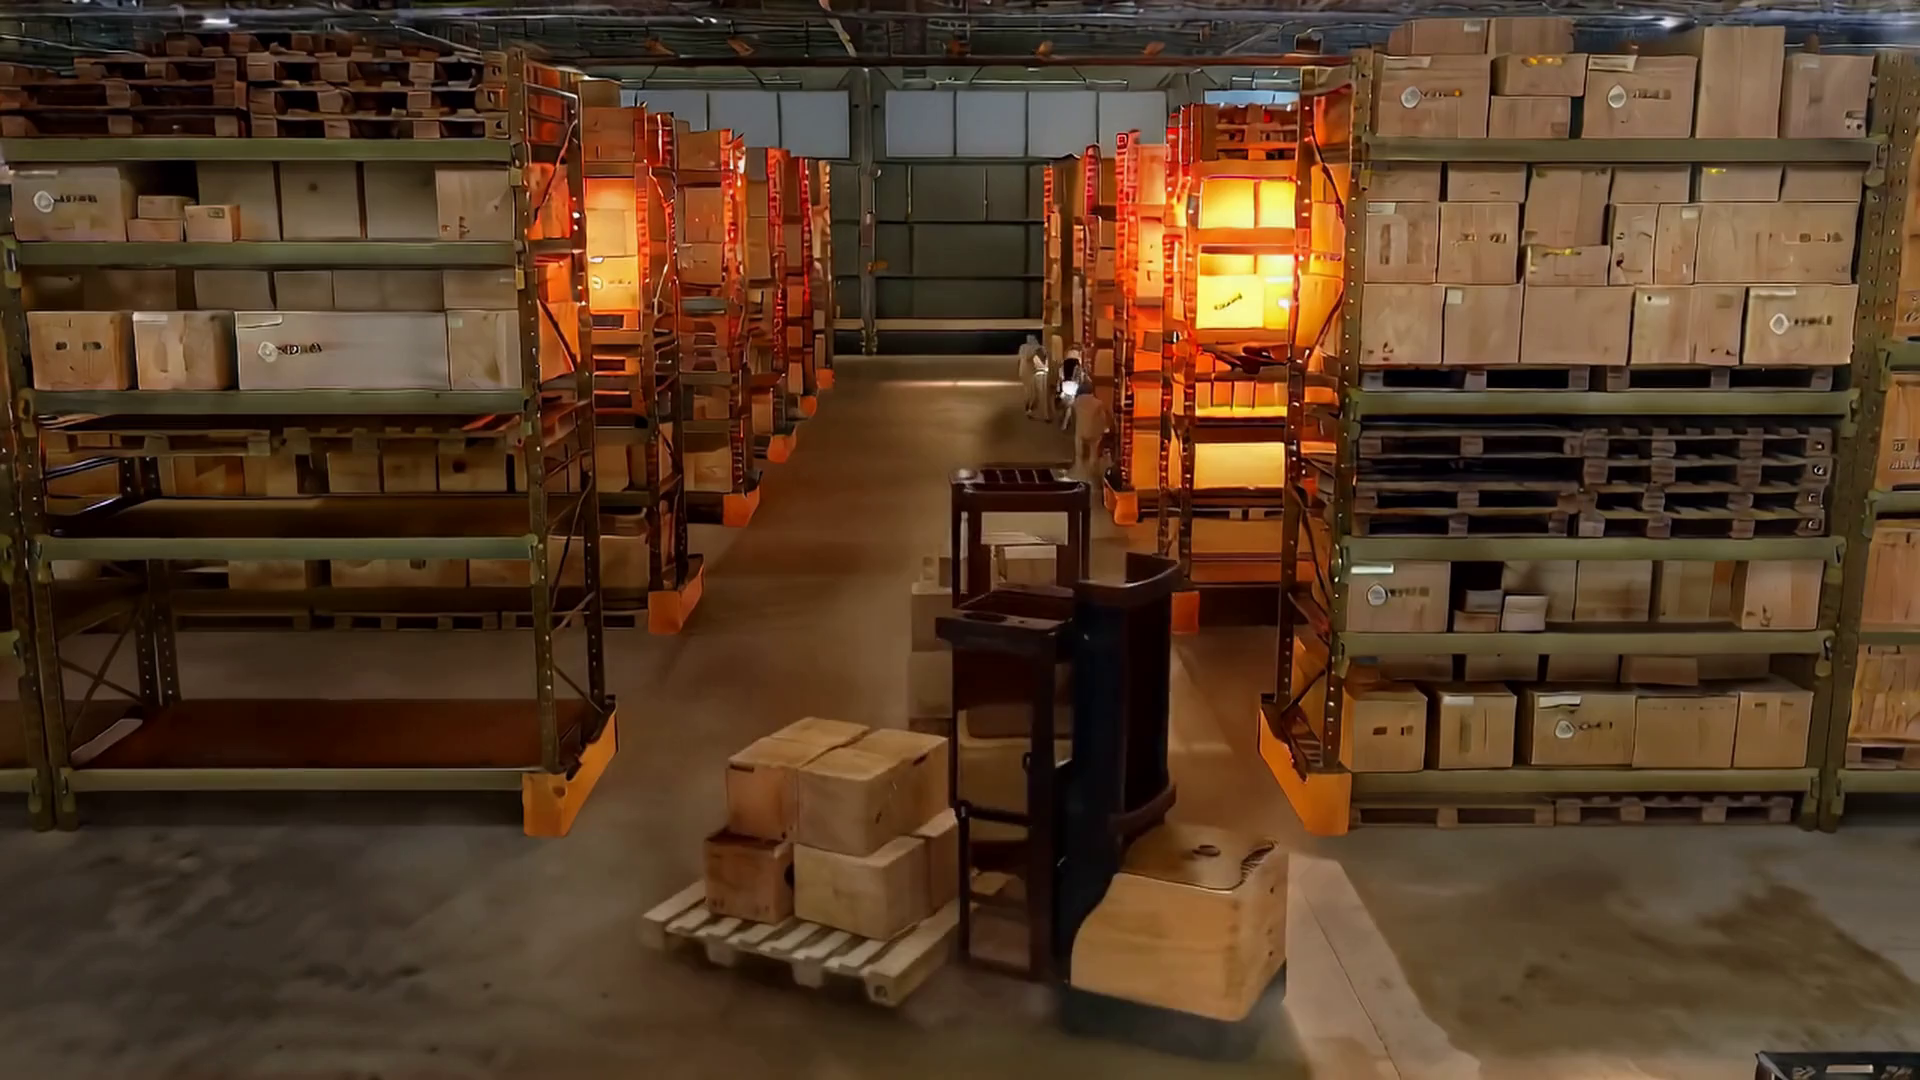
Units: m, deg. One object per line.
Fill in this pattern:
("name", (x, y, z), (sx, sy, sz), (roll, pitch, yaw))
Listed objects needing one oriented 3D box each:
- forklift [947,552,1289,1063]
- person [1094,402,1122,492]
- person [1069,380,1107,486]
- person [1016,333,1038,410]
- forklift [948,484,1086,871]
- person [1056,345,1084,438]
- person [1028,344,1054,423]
("forklift", (1.005, 1.521, 10.159), (1.873, 2.768, 1.129), (6, 13, 26))
("person", (2.735, -1.610, 28.858), (0.696, 1.605, 0.513), (-3, 12, -16))
("person", (2.295, -1.887, 29.497), (0.653, 1.902, 0.543), (11, 16, 43))
("person", (1.708, -4.150, 40.839), (0.661, 1.852, 1.011), (-1, 11, -5))
("forklift", (0.490, 0.953, 12.976), (1.129, 2.768, 1.873), (0, 11, -2))
("person", (2.418, -3.199, 35.798), (1.064, 1.987, 0.614), (-11, 16, -43))
("person", (1.869, -3.612, 38.331), (0.570, 1.782, 0.988), (-10, 15, -41))
